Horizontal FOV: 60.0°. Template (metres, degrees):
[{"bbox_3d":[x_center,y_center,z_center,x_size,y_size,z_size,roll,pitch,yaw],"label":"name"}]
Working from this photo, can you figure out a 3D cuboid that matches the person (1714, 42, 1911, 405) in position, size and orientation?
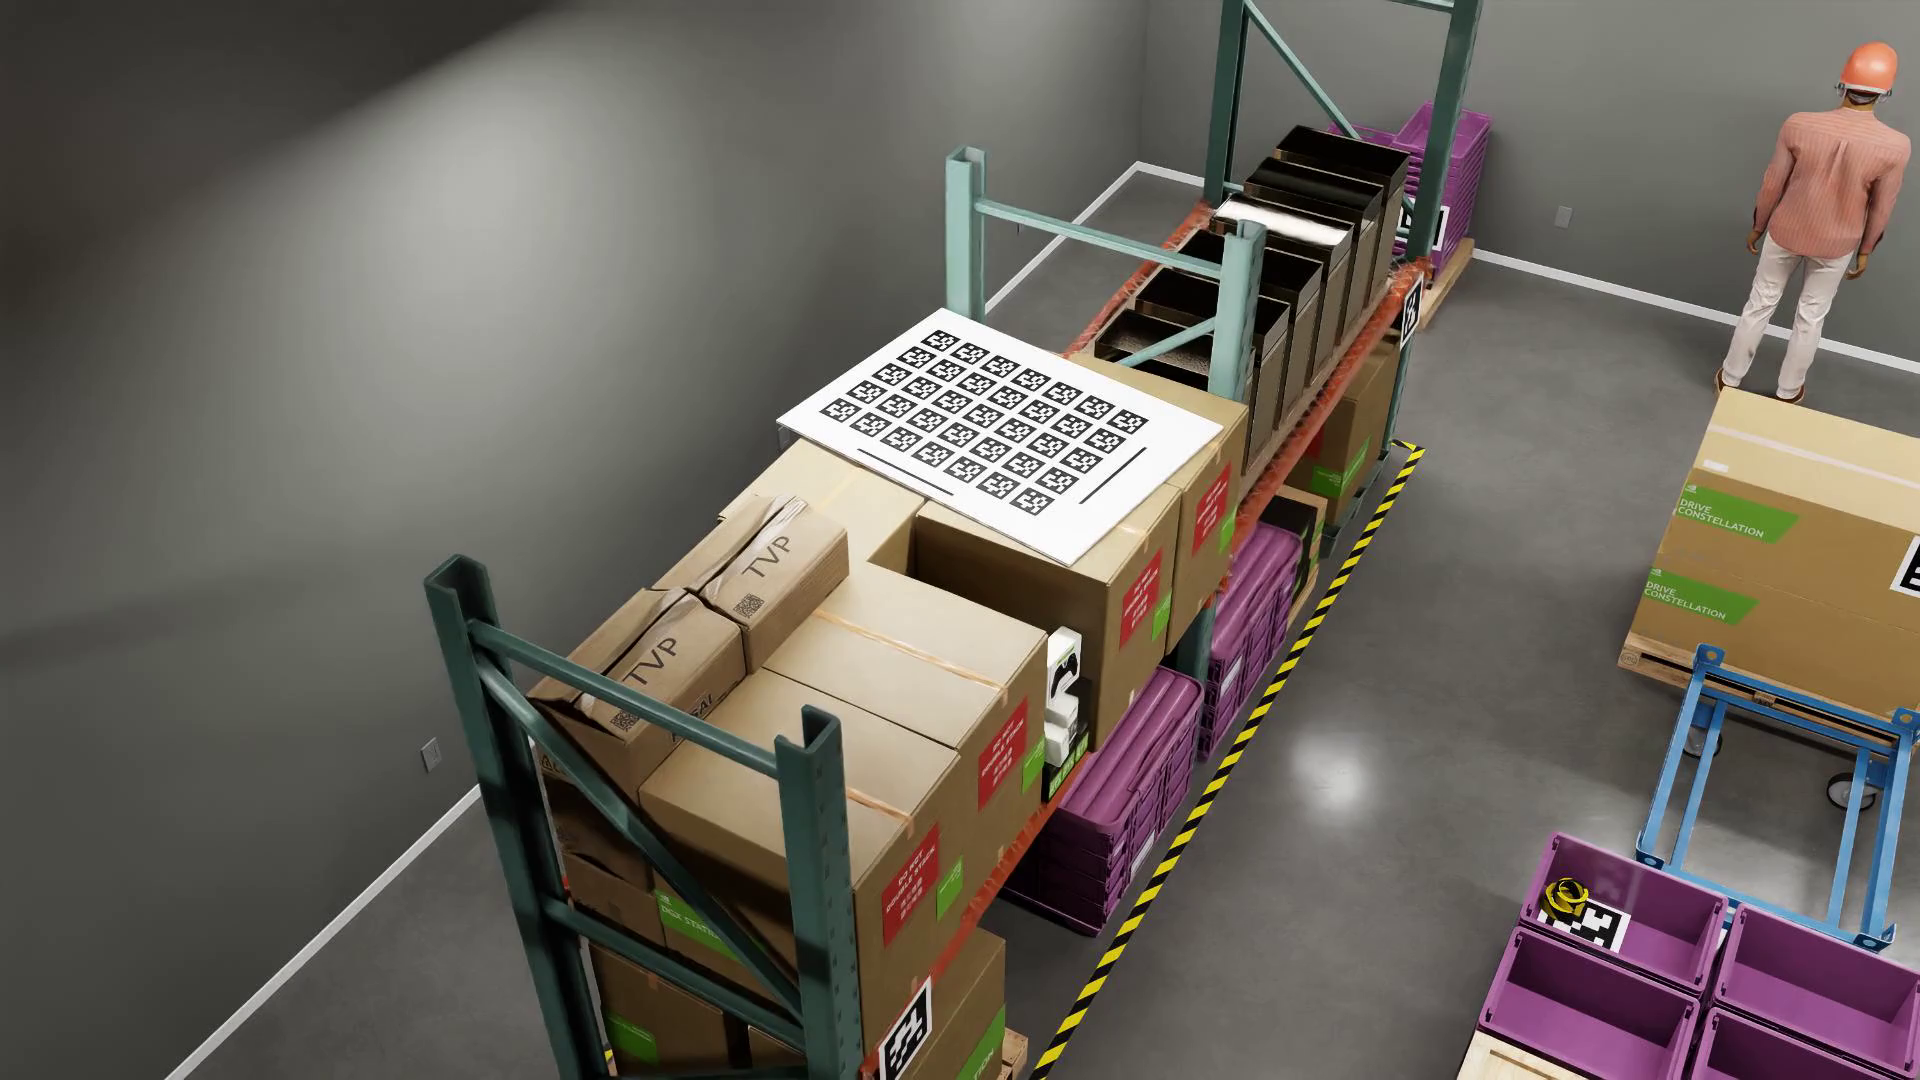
[{"bbox_3d":[4.300,-1.541,8.388,0.611,1.997,0.375,20,44,22],"label":"person"}]
